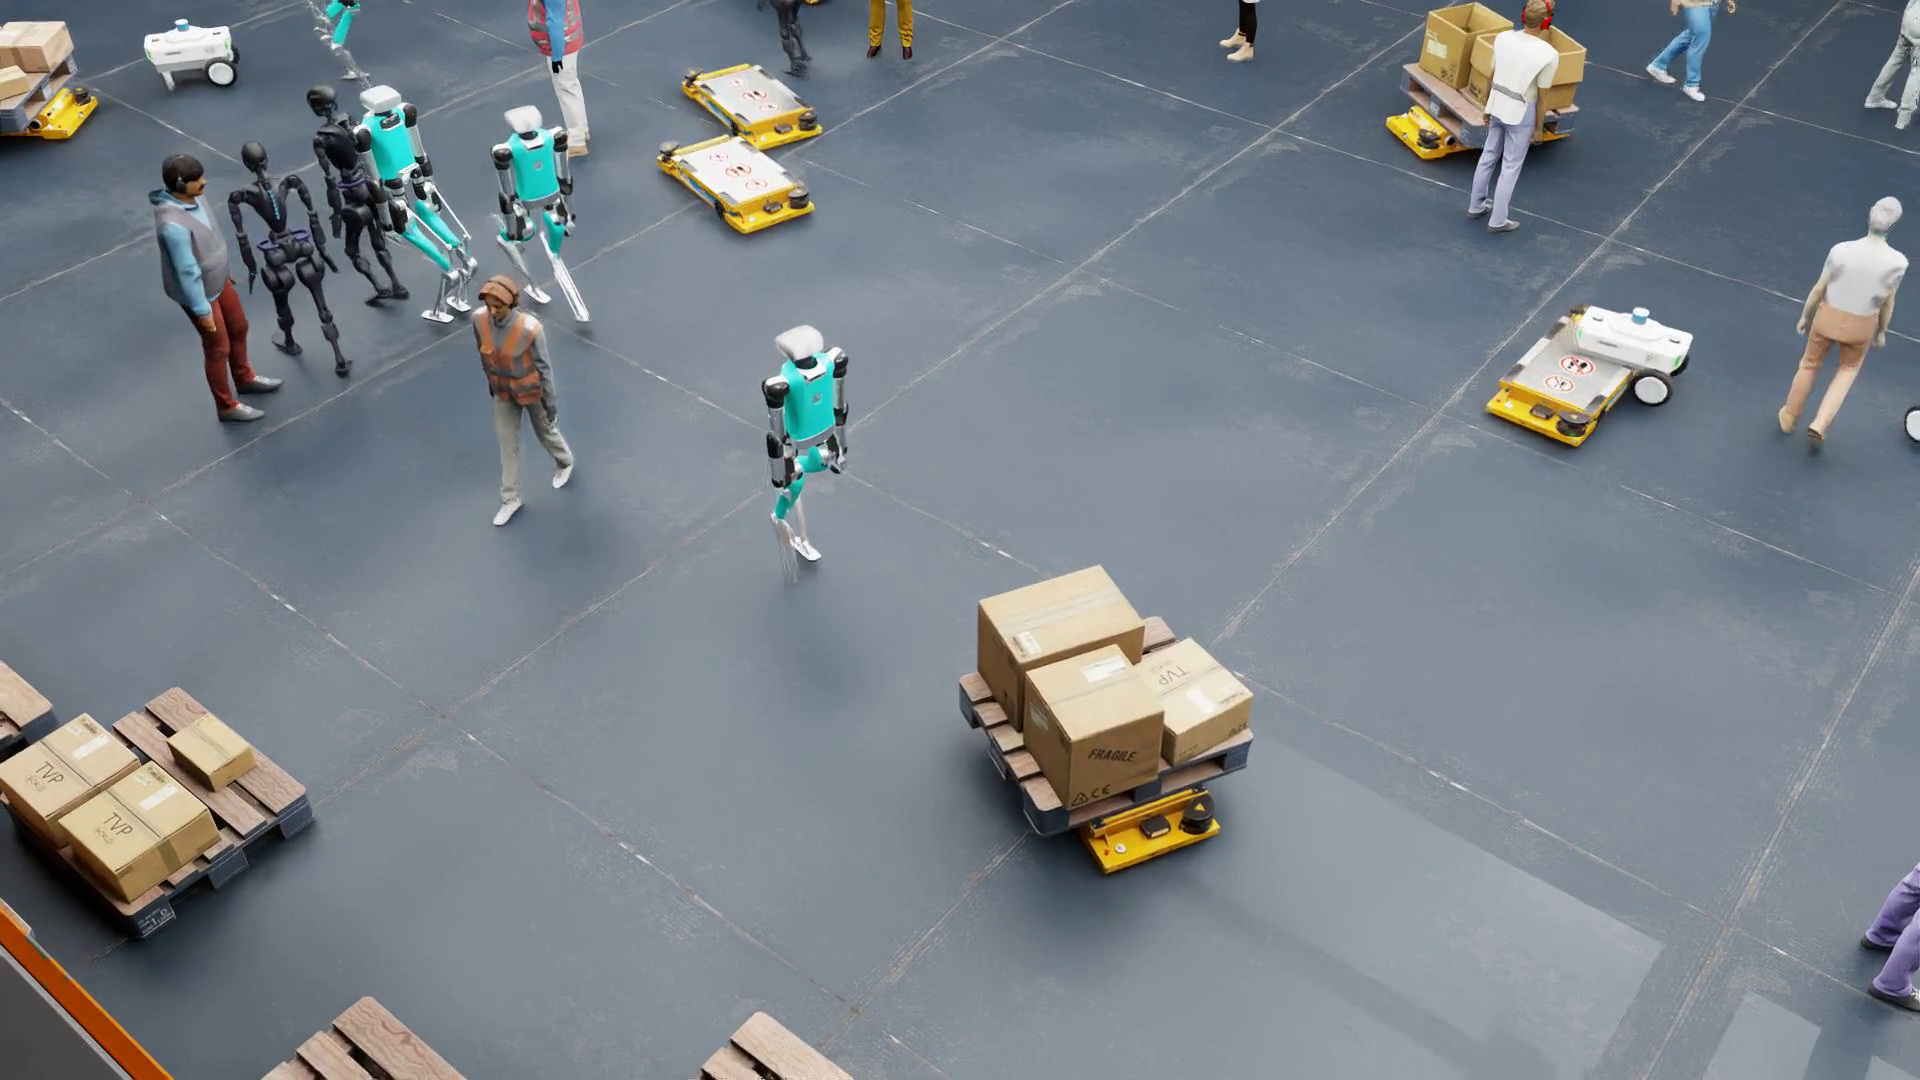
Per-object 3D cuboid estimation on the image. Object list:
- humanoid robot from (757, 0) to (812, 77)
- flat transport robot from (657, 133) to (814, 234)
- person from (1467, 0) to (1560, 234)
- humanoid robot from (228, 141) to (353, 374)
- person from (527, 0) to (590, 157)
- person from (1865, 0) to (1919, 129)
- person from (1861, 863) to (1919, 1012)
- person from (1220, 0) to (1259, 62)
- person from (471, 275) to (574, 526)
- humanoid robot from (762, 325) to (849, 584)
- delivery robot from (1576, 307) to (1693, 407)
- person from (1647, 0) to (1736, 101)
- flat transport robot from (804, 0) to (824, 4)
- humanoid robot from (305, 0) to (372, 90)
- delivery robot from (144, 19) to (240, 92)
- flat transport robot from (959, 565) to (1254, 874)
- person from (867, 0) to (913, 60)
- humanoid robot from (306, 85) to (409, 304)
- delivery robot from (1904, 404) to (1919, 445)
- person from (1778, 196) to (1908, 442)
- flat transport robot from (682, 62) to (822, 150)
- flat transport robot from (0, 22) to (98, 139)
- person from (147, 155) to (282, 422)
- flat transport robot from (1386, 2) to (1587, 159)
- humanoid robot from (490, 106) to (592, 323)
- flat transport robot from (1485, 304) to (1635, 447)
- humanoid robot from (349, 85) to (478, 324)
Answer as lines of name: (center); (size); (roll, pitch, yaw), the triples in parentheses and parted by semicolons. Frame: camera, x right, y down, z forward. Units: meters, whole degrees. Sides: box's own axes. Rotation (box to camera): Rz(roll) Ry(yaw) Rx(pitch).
humanoid robot: (-1.552, -4.956, 14.819); (0.328, 1.656, 0.589); (30, 49, 30)
flat transport robot: (-1.841, -2.936, 13.532); (0.659, 0.231, 1.431); (-25, 46, -27)
person: (4.196, -3.219, 12.657); (0.396, 1.838, 0.558); (-22, 45, -24)
humanoid robot: (-4.560, -1.907, 11.269); (0.603, 1.621, 0.695); (-27, 47, -28)
person: (-3.301, -4.077, 13.672); (0.429, 1.830, 0.637); (-6, 41, -7)
person: (8.200, -4.373, 14.105); (0.375, 1.712, 0.517); (-1, 40, -1)
person: (4.410, 1.352, 7.281); (0.391, 1.836, 0.559); (11, 42, 12)
person: (2.604, -5.203, 15.098); (0.319, 1.690, 0.537); (-2, 40, -3)
person: (-2.670, -0.887, 10.082); (0.533, 1.610, 0.701); (13, 42, 15)
humanoid robot: (-0.984, -0.500, 9.590); (0.538, 1.870, 0.737); (-29, 48, -30)
delivery robot: (4.606, -1.311, 11.392); (0.773, 0.586, 0.499); (22, 45, 24)
person: (6.476, -4.735, 14.547); (0.487, 1.682, 0.617); (-23, 45, -24)
flat transport robot: (-1.605, -5.839, 16.947); (0.659, 0.231, 1.431); (-24, 46, -26)
humanoid robot: (-5.542, -4.813, 14.610); (0.690, 1.812, 0.535); (-11, 42, -13)
delivery robot: (-6.920, -4.400, 15.034); (0.767, 0.595, 0.515); (-11, 42, -12)
flat transport robot: (0.732, 1.098, 8.786); (0.659, 0.231, 1.431); (-16, 43, -18)
person: (-0.644, -5.240, 15.094); (0.522, 1.755, 0.340); (5, 41, 6)
humanoid robot: (-4.315, -2.462, 11.898); (0.383, 1.645, 0.610); (8, 41, 9)
delivery robot: (6.598, -0.759, 10.761); (0.499, 0.609, 0.805); (-12, 42, -14)
person: (5.608, -1.363, 10.549); (0.527, 1.731, 0.439); (23, 45, 24)
flat transport robot: (-1.840, -3.828, 14.581); (0.659, 0.231, 1.431); (-22, 45, -24)
flat transport robot: (-8.349, -3.708, 14.440); (1.431, 0.231, 0.659); (0, 40, 0)
person: (-4.882, -1.617, 10.749); (0.440, 1.865, 0.603); (-1, 40, -1)
flat transport robot: (4.472, -3.586, 14.296); (1.431, 0.231, 0.659); (-11, 42, -13)
humanoid robot: (-3.024, -2.308, 11.678); (0.543, 1.731, 1.017); (-25, 46, -26)
flat transport robot: (4.241, -1.150, 11.430); (0.659, 0.231, 1.431); (28, 48, 29)
humanoid robot: (-3.691, -2.275, 11.549); (0.732, 1.701, 0.530); (21, 45, 23)
